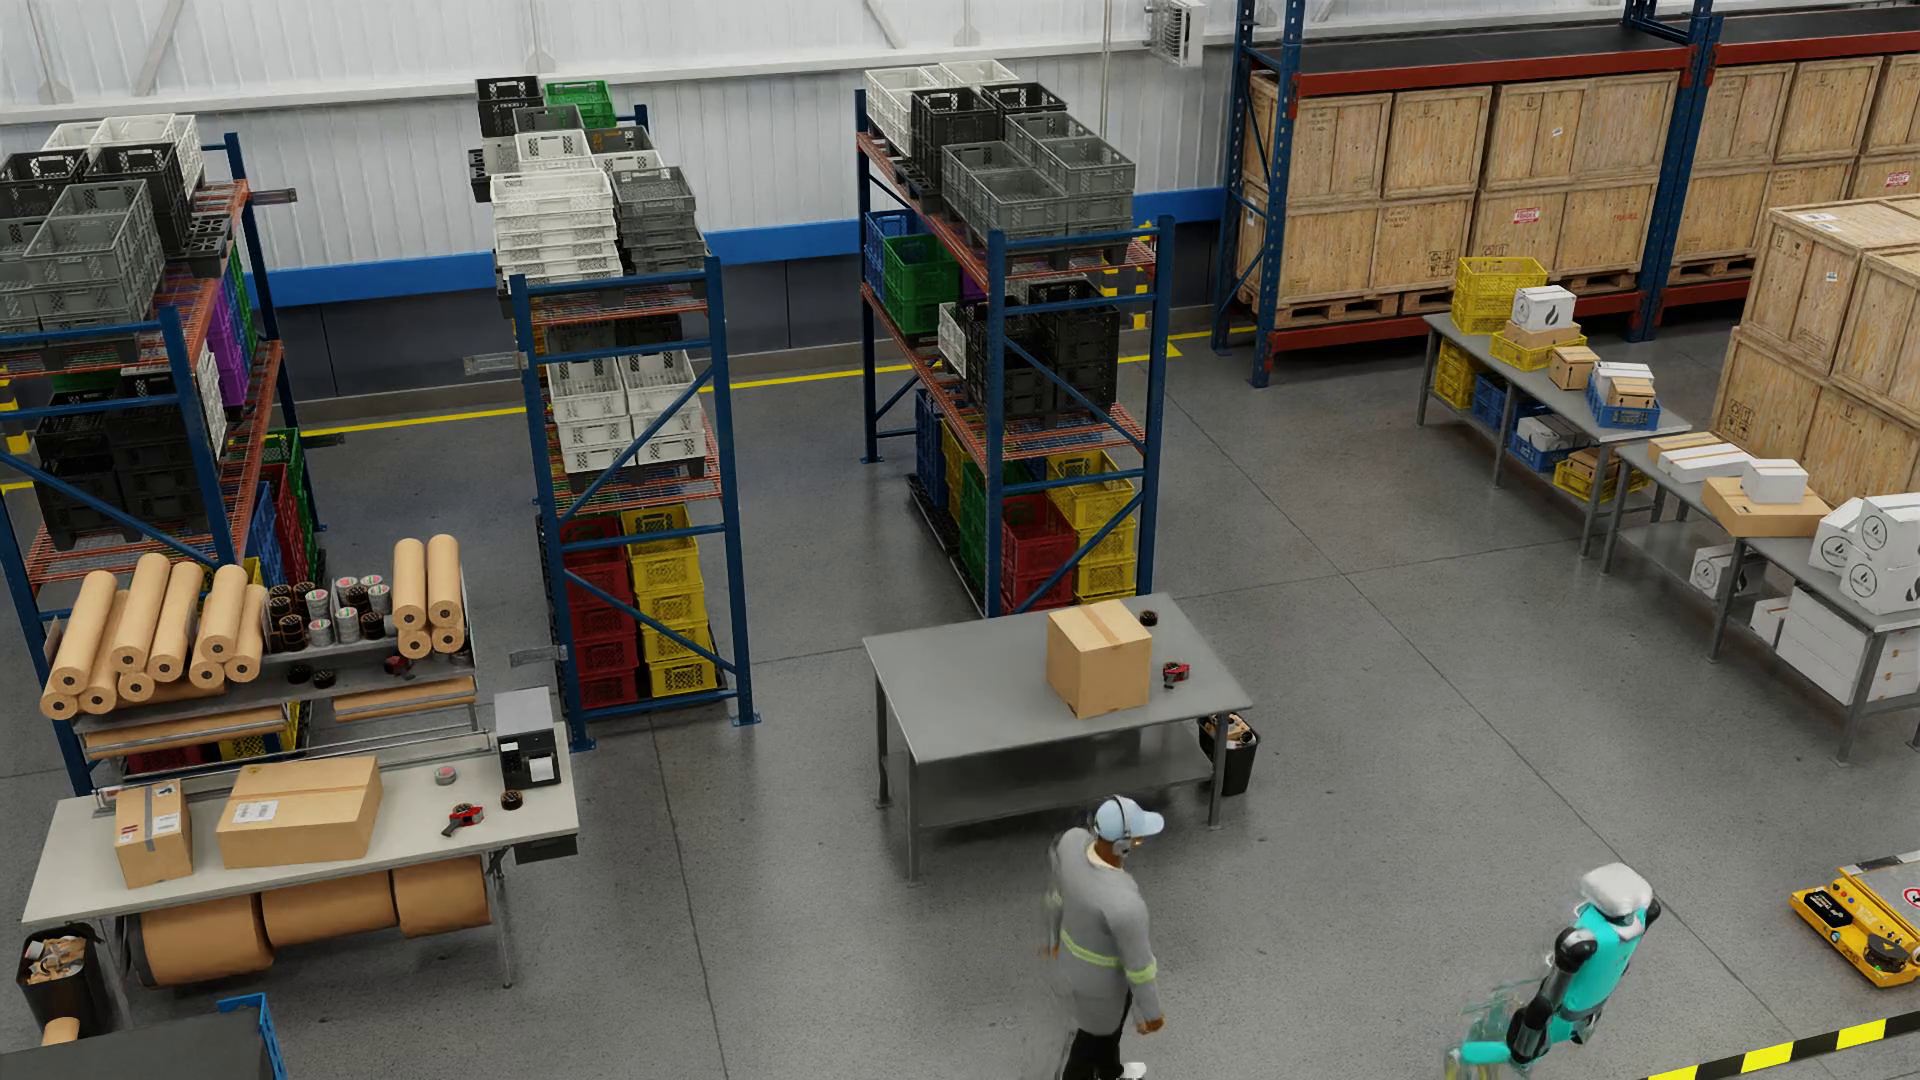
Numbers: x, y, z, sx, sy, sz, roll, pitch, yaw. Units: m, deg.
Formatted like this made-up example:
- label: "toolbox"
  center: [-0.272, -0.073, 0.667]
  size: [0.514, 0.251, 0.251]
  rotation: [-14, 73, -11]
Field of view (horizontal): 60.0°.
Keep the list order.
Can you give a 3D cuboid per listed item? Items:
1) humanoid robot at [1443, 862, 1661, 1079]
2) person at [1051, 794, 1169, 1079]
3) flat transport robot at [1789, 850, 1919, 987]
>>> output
- label: "humanoid robot"
  center: [2.386, 1.978, 7.053]
  size: [0.553, 1.772, 0.805]
  rotation: [-18, 34, -29]
- label: "person"
  center: [0.707, 1.837, 7.192]
  size: [0.686, 1.831, 0.625]
  rotation: [-11, 31, -19]
- label: "flat transport robot"
  center: [5.163, 1.916, 8.676]
  size: [1.431, 0.231, 0.659]
  rotation: [-8, 30, -14]
